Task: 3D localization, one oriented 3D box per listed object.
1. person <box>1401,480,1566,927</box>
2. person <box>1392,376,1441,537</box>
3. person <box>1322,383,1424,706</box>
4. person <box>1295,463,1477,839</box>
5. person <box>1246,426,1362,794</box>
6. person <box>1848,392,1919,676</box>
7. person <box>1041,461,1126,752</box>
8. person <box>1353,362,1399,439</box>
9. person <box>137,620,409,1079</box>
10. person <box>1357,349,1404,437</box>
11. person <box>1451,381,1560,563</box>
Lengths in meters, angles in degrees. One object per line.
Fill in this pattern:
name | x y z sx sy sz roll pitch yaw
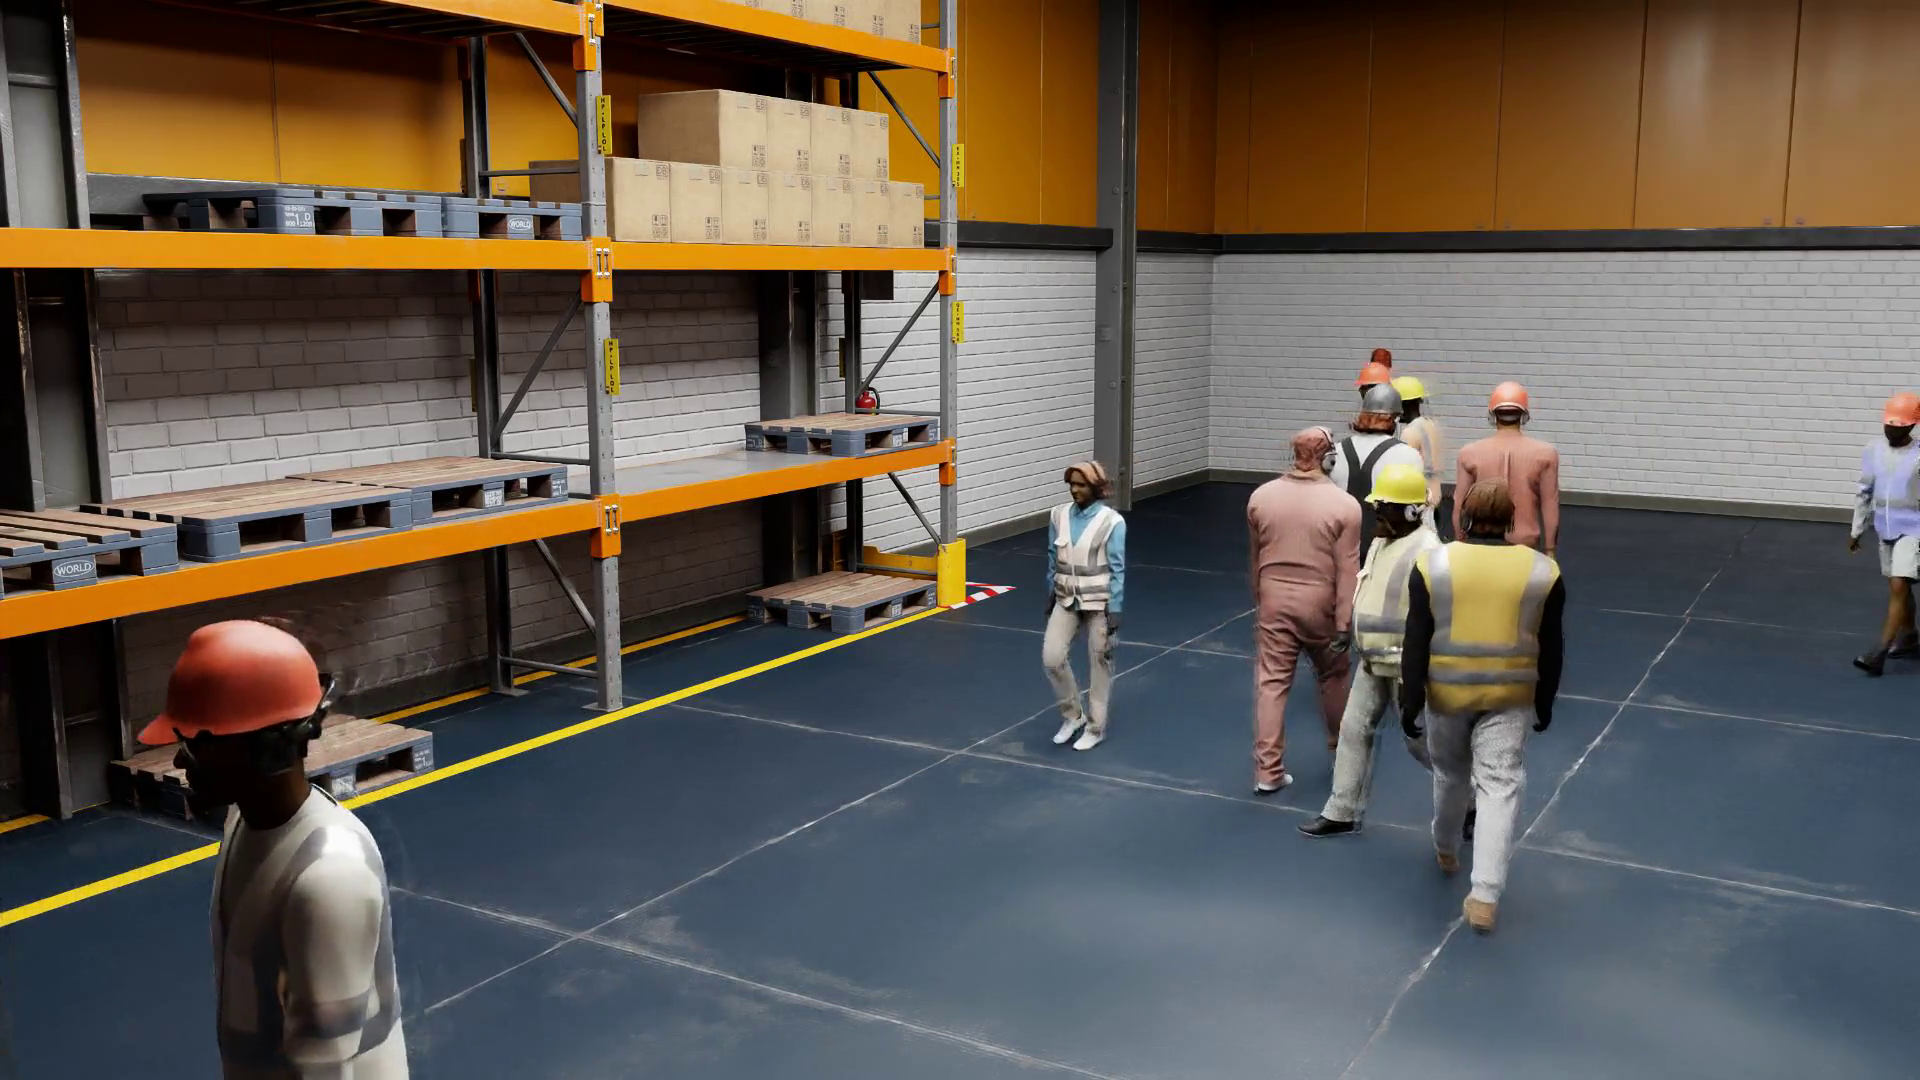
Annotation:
person | 2.185 0.642 6.992 0.646 1.791 0.979 2 9 14
person | 3.357 -0.298 12.609 0.991 1.864 0.589 4 10 22
person | 2.570 -0.006 10.259 0.702 2.000 1.036 8 12 42
person | 2.068 0.529 7.706 0.885 1.793 0.606 -2 9 -11
person | 1.830 0.342 8.634 0.647 1.870 0.925 6 11 34
person | 6.204 -0.051 11.060 1.000 1.861 0.643 -4 10 -22
person | 0.676 0.370 9.180 0.545 1.621 0.395 7 12 38
person | 3.370 -0.503 13.725 0.529 1.919 0.580 0 9 2
person | -1.365 1.154 3.113 0.953 2.004 0.641 -7 12 -38
person | 4.296 -1.019 17.073 0.572 1.883 0.356 -4 10 -24
person | 3.385 0.007 10.352 0.644 1.981 0.423 3 10 19
